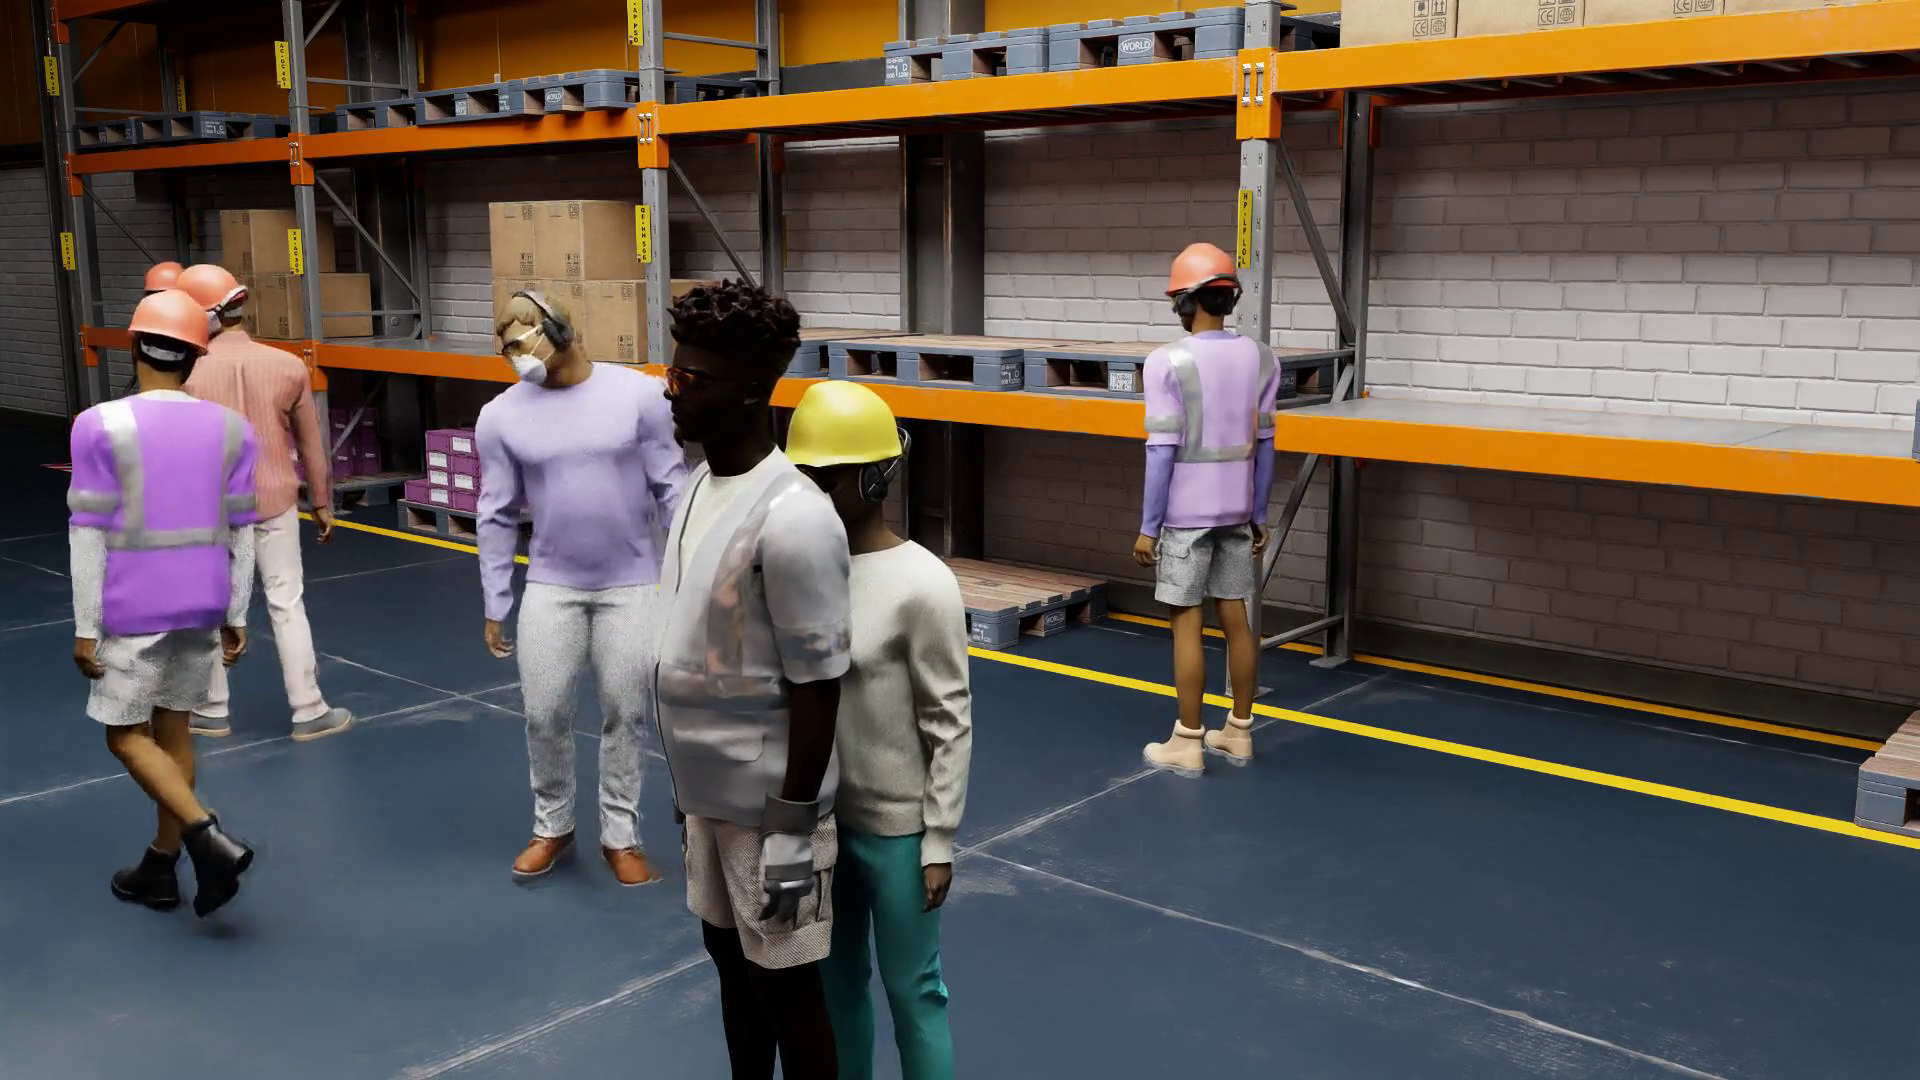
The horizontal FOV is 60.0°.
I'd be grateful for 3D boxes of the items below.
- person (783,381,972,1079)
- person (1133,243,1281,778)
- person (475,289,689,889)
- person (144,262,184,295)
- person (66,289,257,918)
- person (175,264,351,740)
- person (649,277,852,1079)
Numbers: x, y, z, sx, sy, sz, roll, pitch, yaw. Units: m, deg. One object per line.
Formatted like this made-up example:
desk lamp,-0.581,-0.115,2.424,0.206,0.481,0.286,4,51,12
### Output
person,-0.214,0.560,3.373,0.533,1.767,0.327,9,14,43
person,0.926,-0.112,6.417,0.615,2.038,0.395,-6,11,-29
person,-1.175,0.168,5.278,0.672,1.904,0.392,-1,10,-6
person,-4.728,-0.702,10.068,0.352,1.940,0.545,-6,12,-32
person,-2.339,0.209,4.989,0.622,1.904,0.576,7,12,36
person,-2.948,-0.137,6.843,0.671,1.962,0.588,-7,12,-33
person,-0.429,0.472,3.307,0.367,1.966,0.607,-6,12,-30
